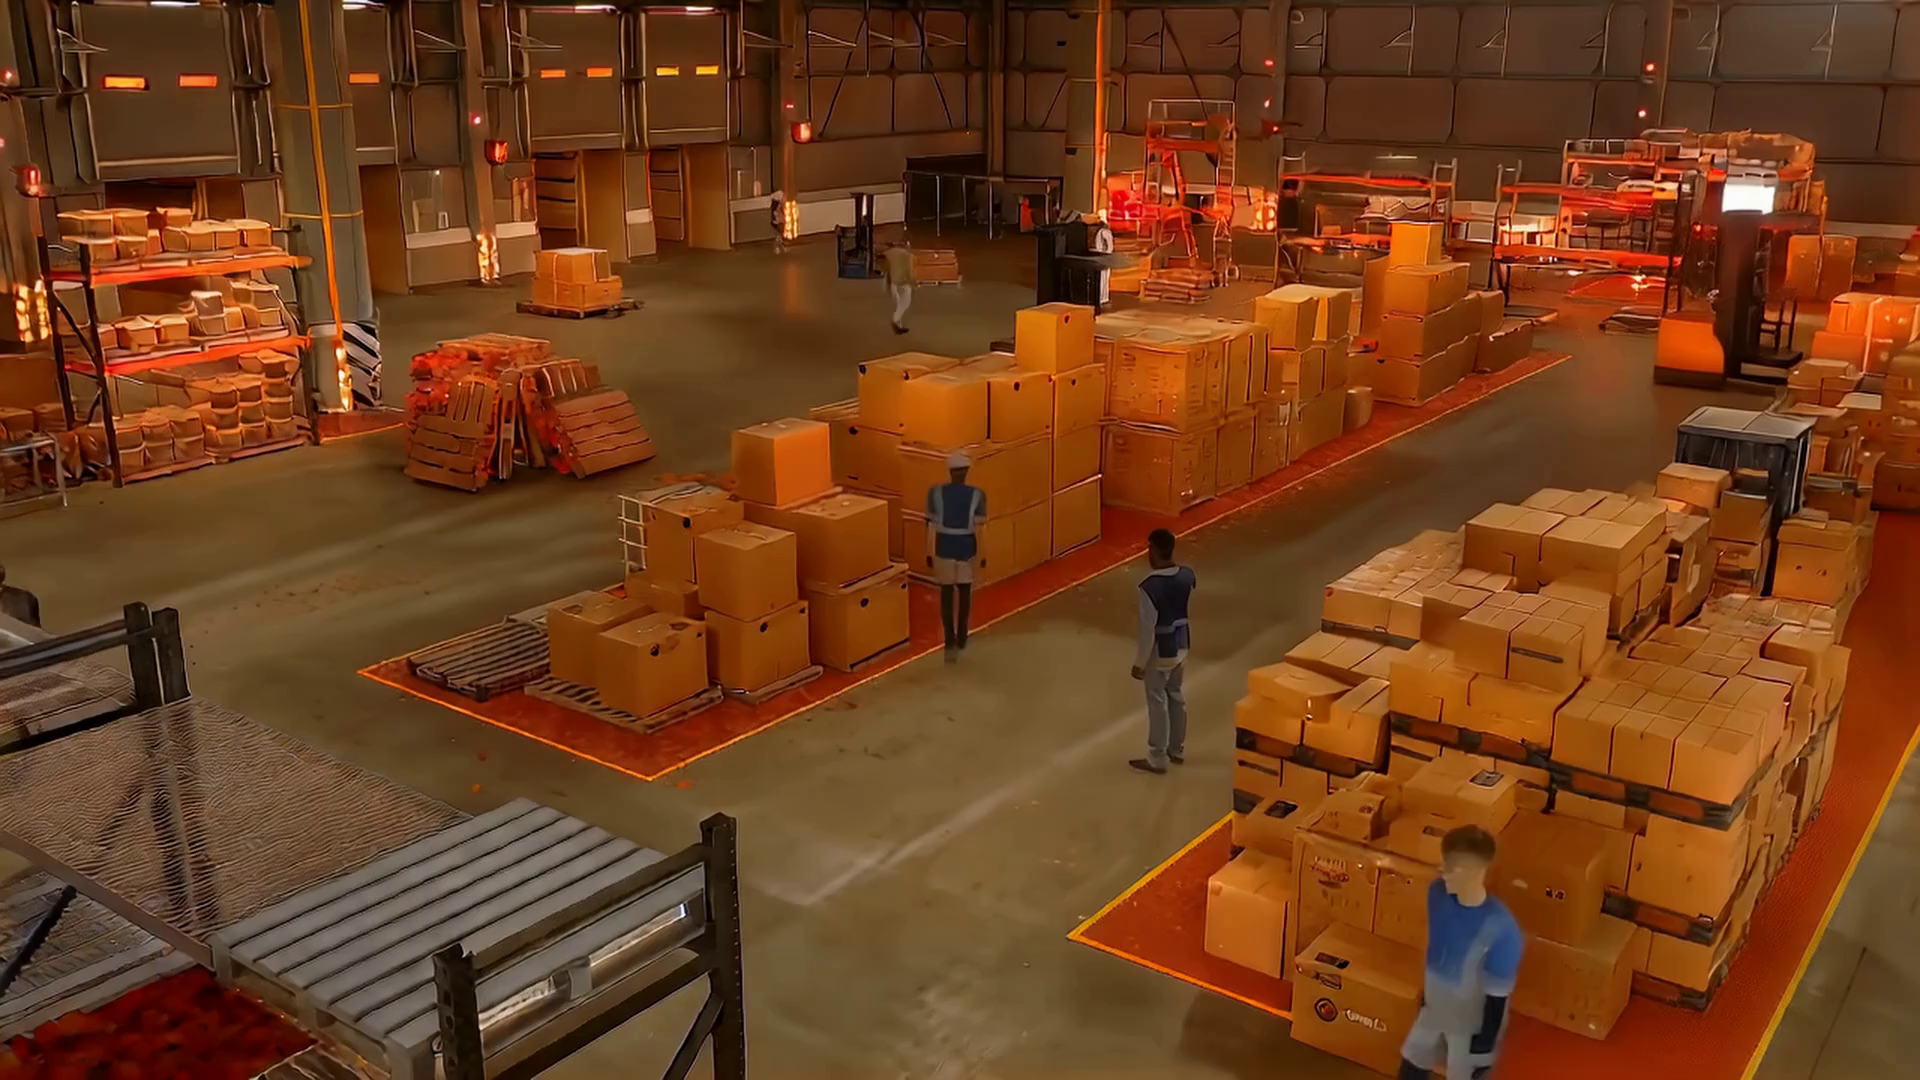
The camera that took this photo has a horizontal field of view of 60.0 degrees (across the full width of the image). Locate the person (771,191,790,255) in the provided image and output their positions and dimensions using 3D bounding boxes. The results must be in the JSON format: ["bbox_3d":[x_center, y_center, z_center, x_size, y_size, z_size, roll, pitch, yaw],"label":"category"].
[{"bbox_3d":[-4.653,-8.199,43.063,0.513,1.625,0.432,15,22,41],"label":"person"}]

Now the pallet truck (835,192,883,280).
[{"bbox_3d":[-1.936,-7.159,38.982,1.885,1.965,0.823,-12,21,-34],"label":"pallet truck"}]

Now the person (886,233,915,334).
[{"bbox_3d":[-1.136,-4.830,31.401,0.644,1.920,0.512,13,21,37],"label":"person"}]

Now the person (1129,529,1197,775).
[{"bbox_3d":[1.544,0.848,12.612,0.587,1.916,0.390,-16,23,-42],"label":"person"}]

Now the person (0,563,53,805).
[{"bbox_3d":[-6.888,1.048,11.968,0.641,1.905,0.888,-11,20,-31],"label":"person"}]

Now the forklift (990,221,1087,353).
[{"bbox_3d":[1.460,-3.273,24.613,1.873,2.768,1.129,12,21,35],"label":"forklift"}]

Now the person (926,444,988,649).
[{"bbox_3d":[-0.026,0.092,15.100,0.563,1.924,0.602,2,17,5],"label":"person"}]

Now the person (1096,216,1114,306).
[{"bbox_3d":[3.035,-5.851,34.865,0.346,1.876,0.576,12,21,35],"label":"person"}]

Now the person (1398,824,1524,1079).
[{"bbox_3d":[2.359,2.257,7.903,0.410,1.945,0.606,-7,18,-23],"label":"person"}]

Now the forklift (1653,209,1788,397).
[{"bbox_3d":[12.271,-3.827,26.446,1.873,2.768,1.129,12,21,35],"label":"forklift"}]
